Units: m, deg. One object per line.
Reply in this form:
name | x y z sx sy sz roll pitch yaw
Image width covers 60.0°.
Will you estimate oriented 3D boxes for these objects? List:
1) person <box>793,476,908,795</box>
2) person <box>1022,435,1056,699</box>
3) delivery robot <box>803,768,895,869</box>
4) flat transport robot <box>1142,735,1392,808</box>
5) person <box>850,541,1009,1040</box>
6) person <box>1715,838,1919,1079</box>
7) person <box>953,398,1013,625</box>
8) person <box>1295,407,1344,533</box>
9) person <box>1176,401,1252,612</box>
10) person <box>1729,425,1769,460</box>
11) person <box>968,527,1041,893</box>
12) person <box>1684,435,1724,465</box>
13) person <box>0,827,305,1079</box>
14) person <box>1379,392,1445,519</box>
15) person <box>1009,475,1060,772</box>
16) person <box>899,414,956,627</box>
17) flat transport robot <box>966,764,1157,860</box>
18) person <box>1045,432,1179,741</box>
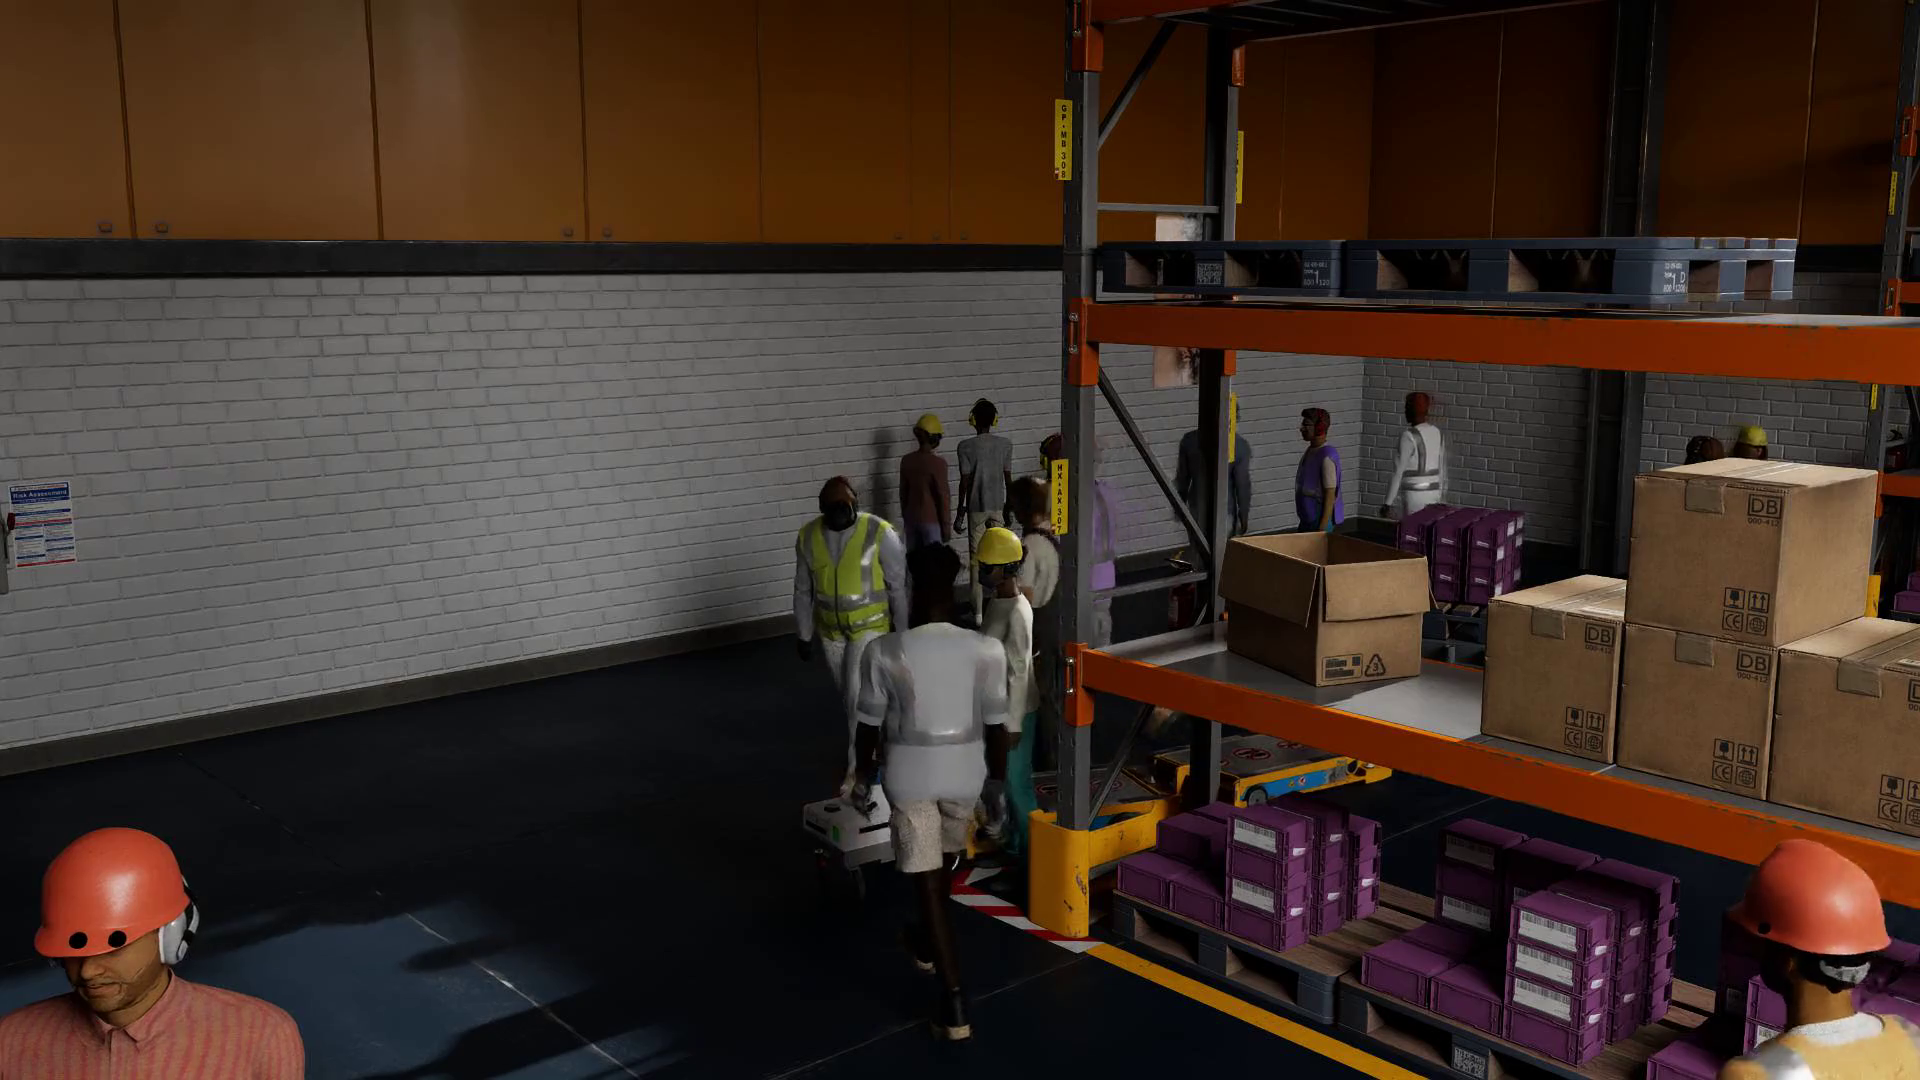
person | -0.656 0.534 9.452 0.649 1.799 0.773 4 10 21
person | 0.627 0.232 11.030 0.532 1.867 0.318 -7 12 -36
delivery robot | -0.399 1.350 8.045 0.707 0.478 0.477 -7 12 -35
flat transport robot | 1.716 1.295 9.471 1.431 0.197 0.652 -6 11 -32
person | -0.108 0.959 6.674 0.603 1.914 1.038 -4 10 -20
person | 1.686 1.539 3.242 0.551 1.916 0.747 -4 11 -23
person | 0.191 -0.232 13.736 0.521 1.874 0.328 -4 10 -21
person | 2.834 -0.130 13.210 0.390 1.846 0.565 -1 10 -5
person | 2.066 -0.238 13.704 0.700 1.898 0.686 5 11 29
person | 6.167 -0.030 12.977 0.512 1.709 0.785 -2 10 -14
person | 0.209 0.807 7.998 0.349 1.761 0.531 -2 10 -10
person | 4.948 0.217 11.191 0.621 1.845 0.429 -7 12 -37
person | -1.548 1.506 3.194 0.610 1.996 0.379 -2 10 -9
person | 3.899 -0.366 14.564 0.718 1.864 0.581 9 14 44
person | 0.433 0.540 9.344 0.391 1.826 0.525 4 11 24
person | -0.259 -0.146 13.547 0.533 1.765 0.331 9 13 42
flat transport robot | 0.433 1.417 8.758 1.431 0.197 0.652 -3 10 -19
person | 0.890 0.296 10.342 0.950 1.992 0.608 1 10 3
